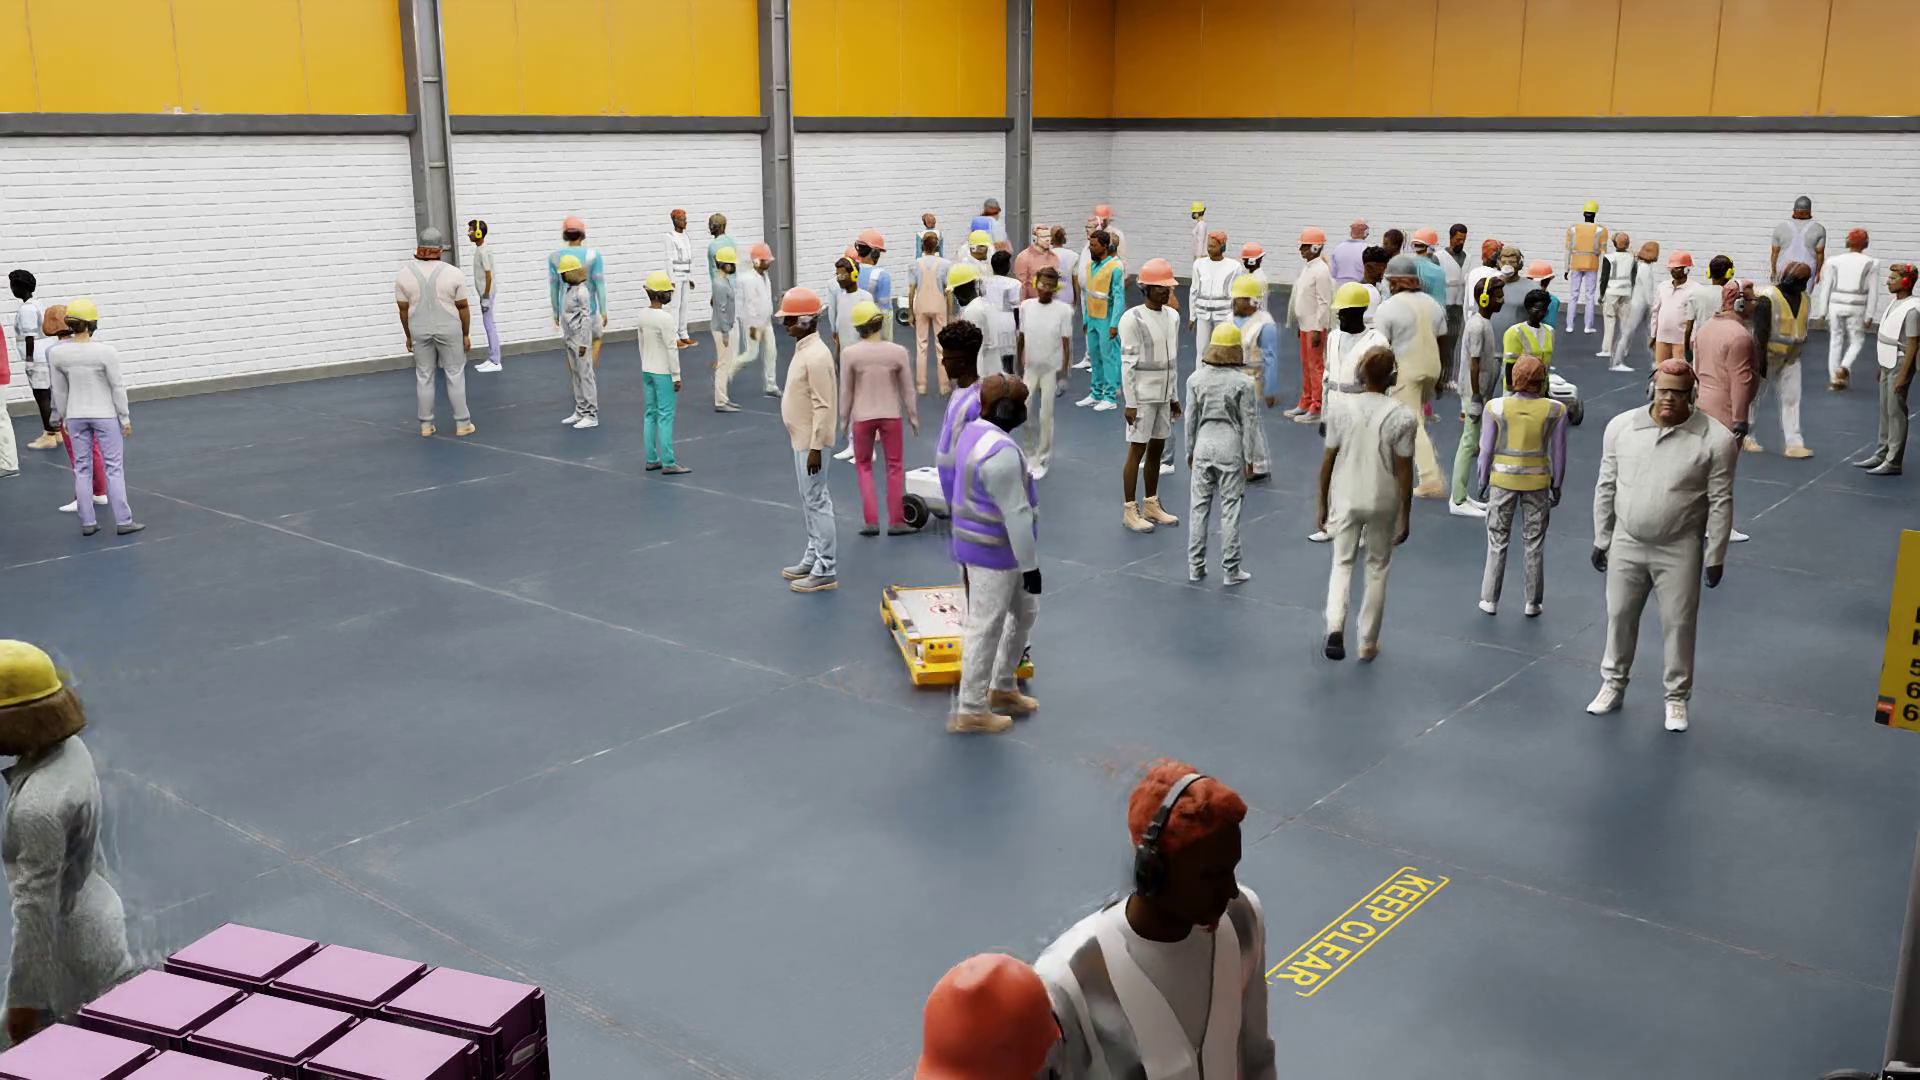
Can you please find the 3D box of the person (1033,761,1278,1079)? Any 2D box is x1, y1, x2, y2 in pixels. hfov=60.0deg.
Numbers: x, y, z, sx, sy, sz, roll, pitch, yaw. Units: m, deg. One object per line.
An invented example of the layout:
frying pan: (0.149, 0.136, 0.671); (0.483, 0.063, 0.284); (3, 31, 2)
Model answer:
person: (0.359, 1.313, 3.279); (0.595, 1.864, 0.450); (-11, 17, -36)

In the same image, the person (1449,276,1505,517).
person: (4.047, -1.124, 13.014); (0.309, 1.868, 0.534); (4, 15, 17)

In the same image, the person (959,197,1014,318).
person: (0.400, -4.015, 24.217); (0.865, 2.000, 0.711); (-4, 15, -15)

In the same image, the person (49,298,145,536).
person: (-6.417, -0.901, 12.334); (0.522, 1.768, 0.311); (0, 14, -2)

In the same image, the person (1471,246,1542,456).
person: (4.972, -1.715, 15.233); (0.627, 1.940, 0.372); (6, 15, 22)

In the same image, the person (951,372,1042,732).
person: (0.234, 0.073, 8.327); (0.592, 1.821, 0.635); (-2, 14, -7)

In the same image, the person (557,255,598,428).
person: (-3.884, -2.006, 16.804); (0.310, 1.739, 0.483); (-9, 16, -31)

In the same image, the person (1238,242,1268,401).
person: (3.211, -2.403, 18.365); (0.331, 1.747, 0.561); (0, 14, 1)

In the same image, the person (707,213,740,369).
person: (-2.969, -3.104, 20.784); (0.376, 1.940, 0.629); (3, 14, 11)

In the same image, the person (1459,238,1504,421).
person: (5.346, -2.115, 16.939); (0.356, 1.887, 0.574); (-5, 15, -19)

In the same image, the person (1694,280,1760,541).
person: (5.652, -0.957, 12.269); (0.407, 1.909, 0.640); (-1, 14, -2)

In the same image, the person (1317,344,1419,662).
person: (2.242, -0.167, 9.281); (0.543, 1.824, 0.583); (6, 15, 23)

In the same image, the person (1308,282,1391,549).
person: (2.797, -0.885, 11.941); (0.384, 1.924, 0.593); (-8, 16, -30)

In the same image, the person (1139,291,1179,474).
person: (1.756, -1.393, 14.567); (0.284, 1.633, 0.499); (-3, 14, -10)

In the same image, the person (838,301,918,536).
person: (-0.612, -0.891, 12.339); (0.580, 1.750, 0.395); (-3, 14, -11)

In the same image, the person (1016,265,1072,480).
person: (0.695, -1.429, 14.265); (0.536, 1.850, 0.372); (6, 15, 24)

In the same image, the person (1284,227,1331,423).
person: (3.592, -2.199, 17.051); (0.390, 1.995, 0.613); (-1, 14, -3)

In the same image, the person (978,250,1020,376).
person: (0.436, -2.272, 17.952); (0.529, 1.695, 0.321); (9, 17, 32)

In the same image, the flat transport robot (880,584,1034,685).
flat transport robot: (-0.049, 0.515, 9.703); (0.652, 0.197, 1.431); (-3, 14, -10)

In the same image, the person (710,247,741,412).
person: (-2.483, -2.228, 17.669); (0.342, 1.754, 0.531); (-1, 14, -6)

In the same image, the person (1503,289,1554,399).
person: (4.713, -1.240, 13.830); (0.529, 1.694, 0.321); (-8, 16, -28)

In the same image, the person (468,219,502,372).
person: (-5.888, -3.016, 20.570); (0.335, 1.873, 0.520); (-4, 15, -16)

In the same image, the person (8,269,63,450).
person: (-8.724, -1.708, 15.718); (0.320, 1.686, 0.539); (-5, 15, -18)

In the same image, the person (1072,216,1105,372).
person: (1.653, -3.039, 20.591); (0.409, 1.909, 0.642); (-6, 15, -23)

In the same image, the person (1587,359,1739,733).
person: (3.517, 0.027, 8.381); (0.662, 1.896, 0.399); (11, 18, 38)

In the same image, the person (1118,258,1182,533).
person: (1.454, -1.086, 12.509); (0.377, 2.044, 0.607); (13, 19, 43)

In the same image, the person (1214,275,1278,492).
person: (2.289, -1.303, 13.892); (0.915, 1.788, 0.599); (-6, 15, -24)

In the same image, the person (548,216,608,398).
person: (-4.231, -2.588, 18.546); (0.655, 2.019, 0.426); (0, 14, 2)

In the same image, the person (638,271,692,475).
person: (-2.608, -1.456, 14.551); (0.315, 1.769, 0.525); (-13, 19, -41)

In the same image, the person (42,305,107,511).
person: (-7.026, -1.043, 13.167); (0.284, 1.633, 0.497); (1, 14, 4)

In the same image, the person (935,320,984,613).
person: (0.050, -0.254, 9.349); (0.372, 1.962, 0.603); (-3, 14, -10)

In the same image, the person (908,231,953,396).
person: (-0.331, -2.539, 18.716); (0.506, 1.846, 0.351); (1, 14, 5)

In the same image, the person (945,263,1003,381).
person: (0.094, -1.365, 13.951); (0.677, 1.876, 0.615); (4, 15, 14)

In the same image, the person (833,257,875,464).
person: (-0.963, -1.625, 15.051); (0.337, 1.857, 0.524); (-12, 18, -39)

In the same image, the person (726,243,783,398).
person: (-2.321, -2.441, 18.551); (0.714, 1.730, 0.573); (6, 15, 22)

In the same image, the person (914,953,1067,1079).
person: (0.094, 1.484, 2.879); (0.580, 1.724, 0.712); (5, 15, 19)
